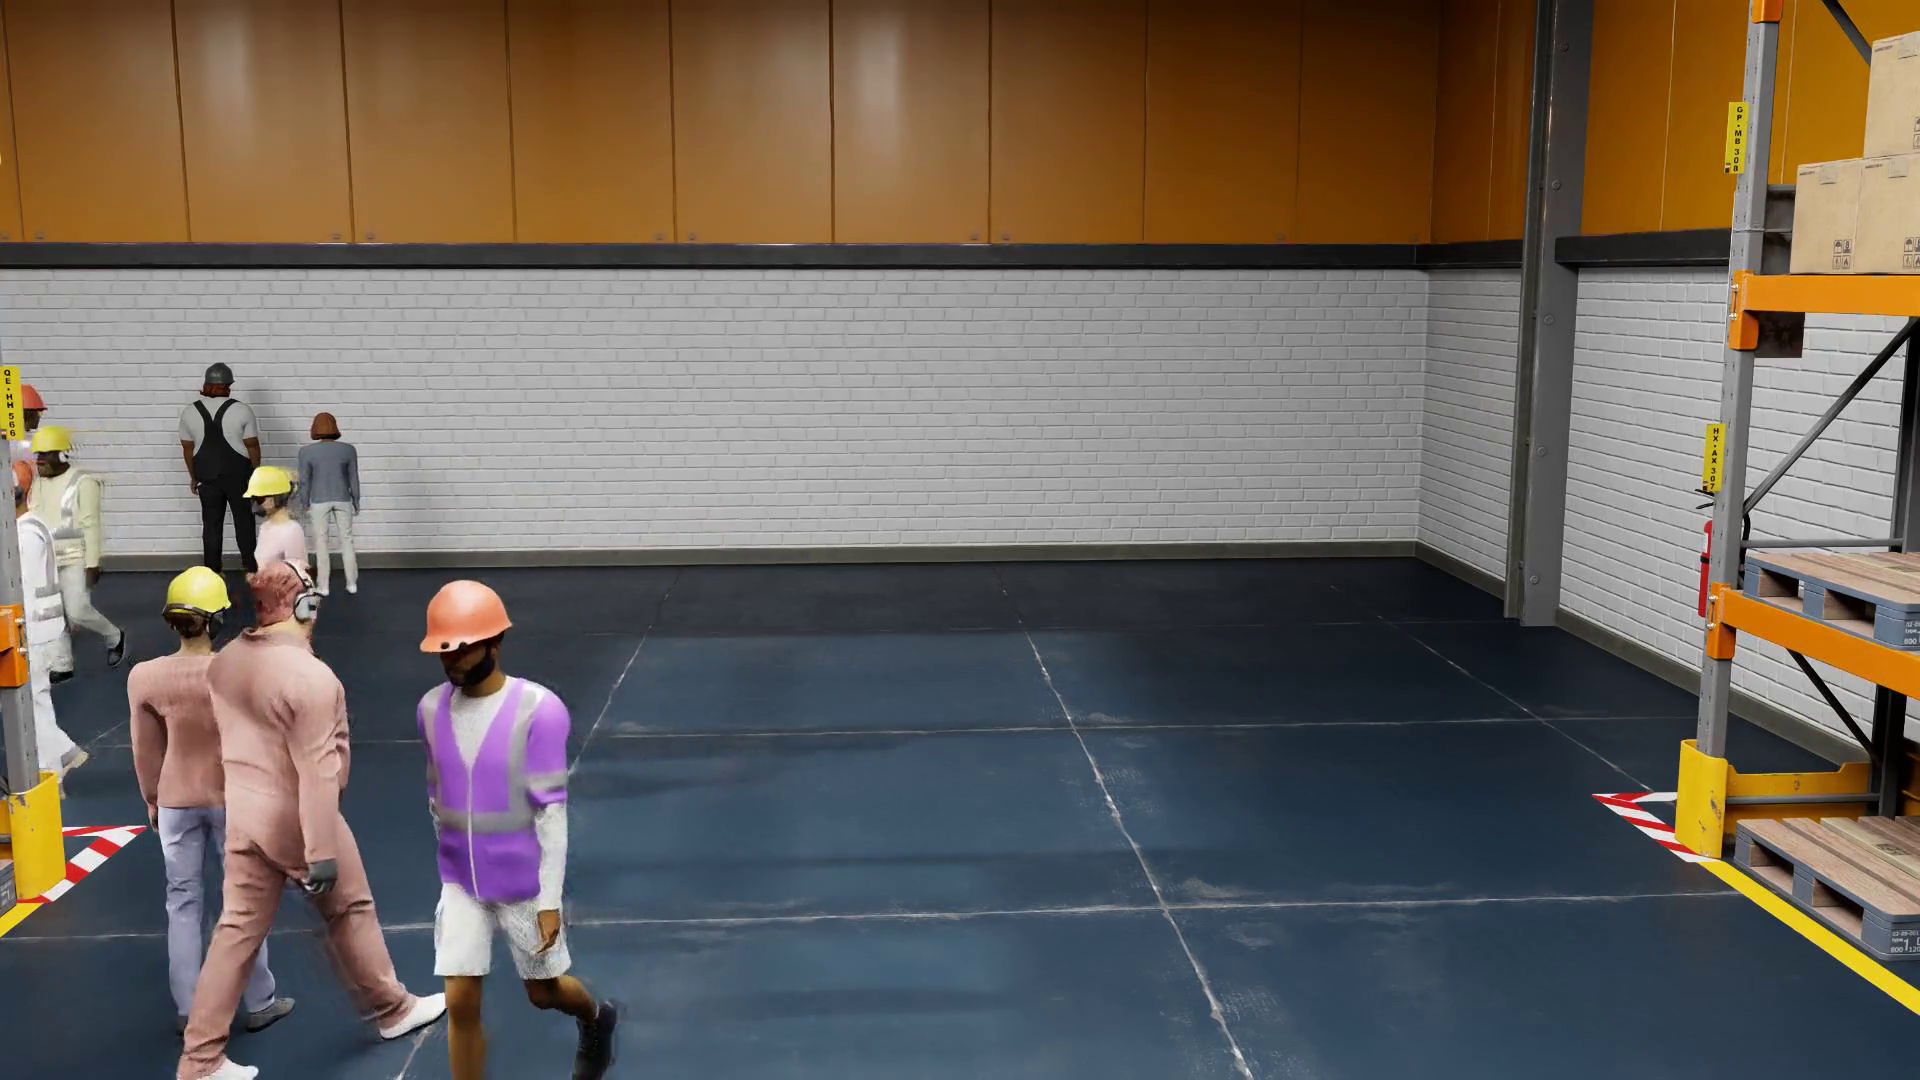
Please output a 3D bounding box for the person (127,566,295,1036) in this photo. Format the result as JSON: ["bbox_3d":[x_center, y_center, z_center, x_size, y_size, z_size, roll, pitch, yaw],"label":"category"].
[{"bbox_3d":[-2.787,0.975,6.200,0.524,1.769,0.308,-1,9,-4],"label":"person"}]

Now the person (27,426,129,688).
[{"bbox_3d":[-6.148,0.101,11.531,0.602,1.814,0.562,3,10,18],"label":"person"}]

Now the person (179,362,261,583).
[{"bbox_3d":[-6.762,-0.618,15.340,0.673,2.000,0.536,-1,9,-4],"label":"person"}]

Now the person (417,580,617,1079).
[{"bbox_3d":[-1.447,1.039,5.379,0.548,1.908,0.828,2,9,15],"label":"person"}]

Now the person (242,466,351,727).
[{"bbox_3d":[-3.892,0.439,9.626,0.418,1.755,0.526,-7,12,-38],"label":"person"}]

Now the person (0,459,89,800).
[{"bbox_3d":[-4.983,0.505,8.825,0.405,1.868,0.580,-7,12,-38],"label":"person"}]

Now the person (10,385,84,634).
[{"bbox_3d":[-7.013,-0.169,12.642,0.625,1.998,0.987,5,11,31],"label":"person"}]

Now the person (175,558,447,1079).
[{"bbox_3d":[-2.371,0.986,5.893,0.653,1.851,1.013,6,11,32],"label":"person"}]

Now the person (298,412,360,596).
[{"bbox_3d":[-5.587,-0.317,14.757,0.507,1.626,0.284,-5,11,-31],"label":"person"}]
